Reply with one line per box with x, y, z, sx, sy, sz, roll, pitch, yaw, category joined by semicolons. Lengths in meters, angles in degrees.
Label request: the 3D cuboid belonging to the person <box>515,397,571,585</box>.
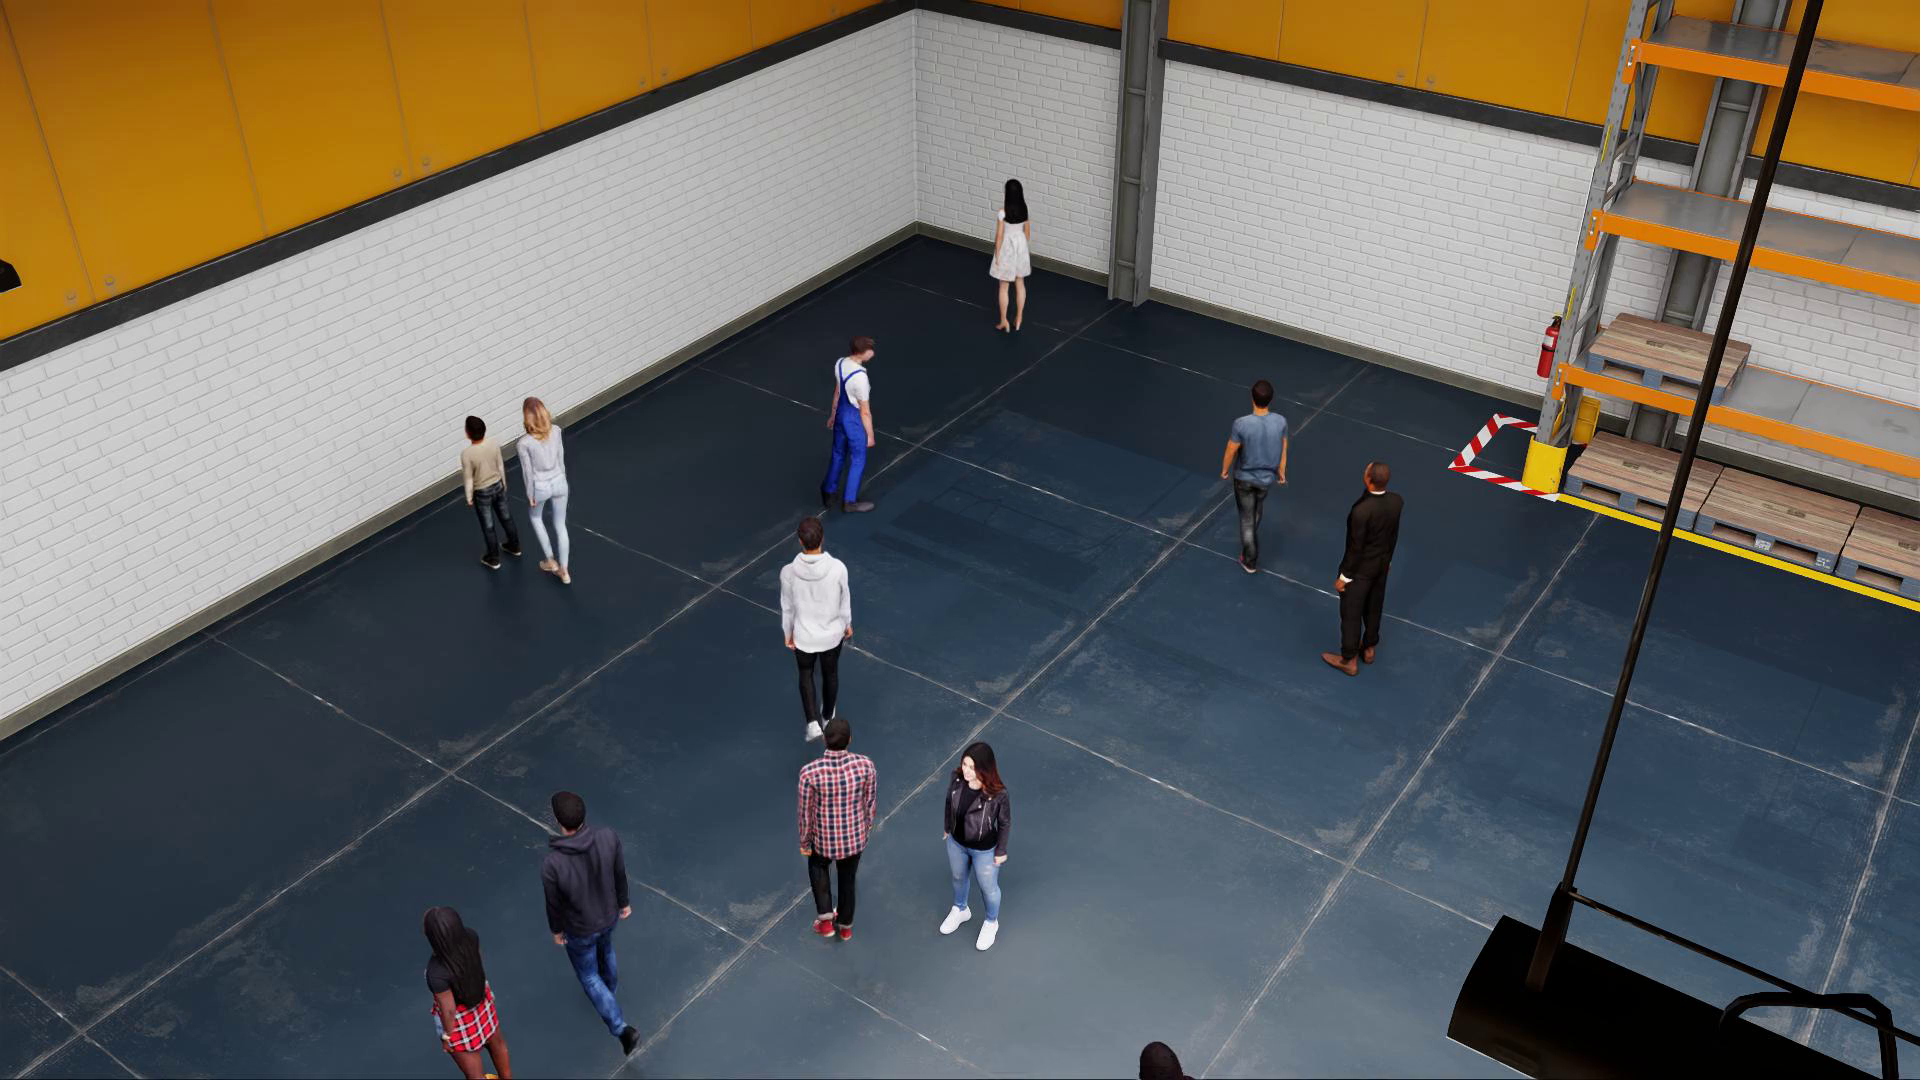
-3.496;-0.398;14.266;0.689;1.784;0.728;-22;39;-29;person

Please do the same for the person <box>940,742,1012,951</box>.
0.098;1.967;10.843;0.491;1.634;0.685;20;38;27;person

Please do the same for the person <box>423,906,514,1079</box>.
-2.840;2.746;9.587;0.703;1.727;0.693;8;34;12;person

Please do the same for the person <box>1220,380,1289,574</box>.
2.585;-0.509;14.424;0.973;1.792;1.033;-6;34;-8;person

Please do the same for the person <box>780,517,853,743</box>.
-1.055;0.743;12.435;1.002;1.909;1.048;-4;34;-5;person

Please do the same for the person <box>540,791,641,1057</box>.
-2.200;2.339;10.070;0.873;1.870;1.148;-23;40;-31;person

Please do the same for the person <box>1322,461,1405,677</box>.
3.231;0.214;13.236;0.773;1.904;0.757;-19;38;-26;person

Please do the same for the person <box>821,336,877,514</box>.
-1.052;-1.072;15.243;0.700;1.824;0.979;24;41;32;person

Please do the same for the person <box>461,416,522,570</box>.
-4.144;-0.428;14.604;0.532;1.458;0.563;27;42;34;person

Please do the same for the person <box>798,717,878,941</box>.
-0.765;1.948;10.775;0.813;1.741;0.860;-10;35;-14;person

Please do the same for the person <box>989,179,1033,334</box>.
0.593;-3.134;18.400;0.764;1.764;0.791;-14;36;-20;person
